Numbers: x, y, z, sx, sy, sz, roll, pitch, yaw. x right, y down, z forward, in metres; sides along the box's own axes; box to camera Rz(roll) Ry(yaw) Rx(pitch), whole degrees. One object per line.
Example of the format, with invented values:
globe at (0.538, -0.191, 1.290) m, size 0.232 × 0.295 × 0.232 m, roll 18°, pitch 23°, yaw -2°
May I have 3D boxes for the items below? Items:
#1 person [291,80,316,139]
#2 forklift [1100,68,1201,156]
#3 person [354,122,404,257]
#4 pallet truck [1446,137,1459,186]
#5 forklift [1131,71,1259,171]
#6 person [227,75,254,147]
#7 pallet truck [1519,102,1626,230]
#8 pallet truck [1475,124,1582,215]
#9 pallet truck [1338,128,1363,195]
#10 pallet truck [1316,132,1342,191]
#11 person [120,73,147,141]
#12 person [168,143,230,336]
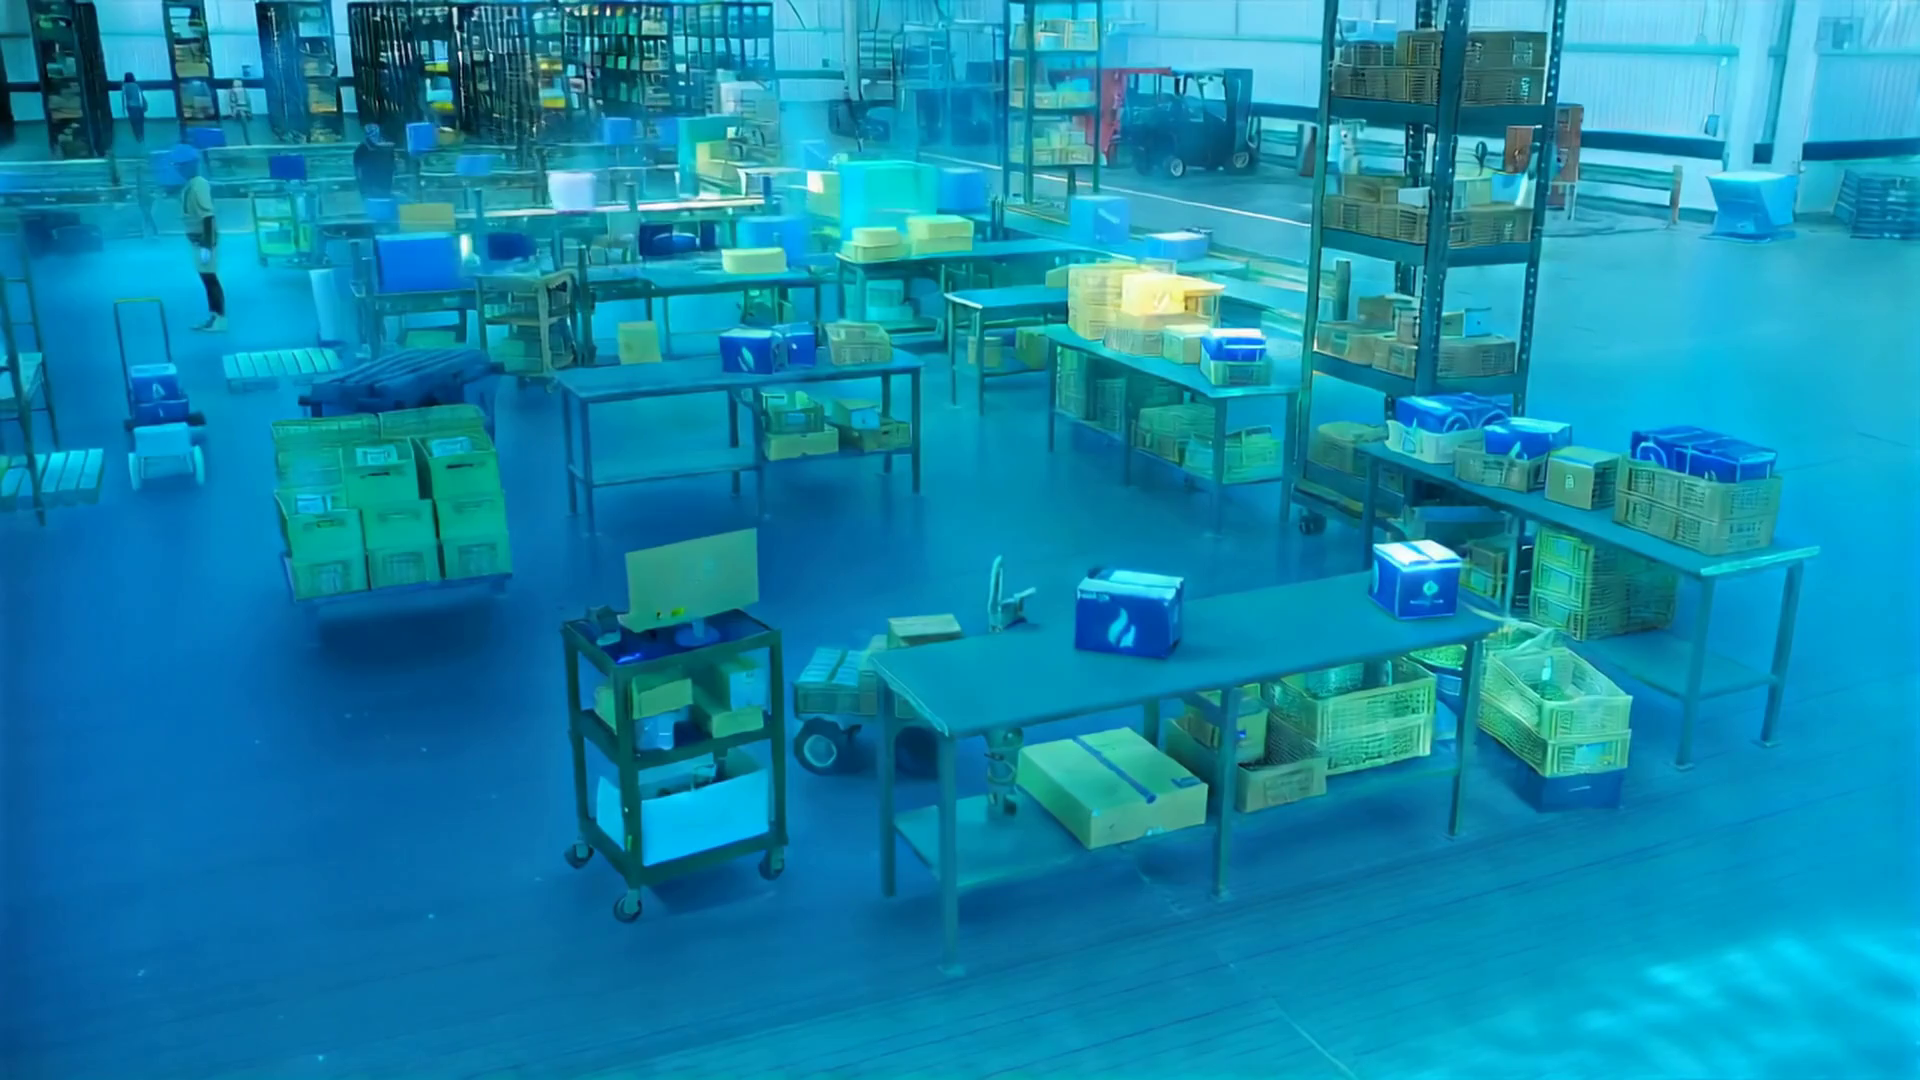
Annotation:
person at (-17.298, -11.435, 43.878) m, size 0.948 × 1.945 × 0.617 m, roll -10°, pitch 20°, yaw -29°
forklift at (4.082, -9.564, 37.410) m, size 2.680 × 1.987 × 1.157 m, roll -8°, pitch 19°, yaw -23°
person at (-8.145, -4.894, 23.354) m, size 0.420 × 1.894 × 0.665 m, roll 5°, pitch 18°, yaw 15°
pallet truck at (9.184, -6.485, 29.328) m, size 1.630 × 1.274 × 0.653 m, roll -8°, pitch 19°, yaw -23°
forklift at (4.998, -8.936, 35.413) m, size 2.680 × 1.987 × 1.157 m, roll -9°, pitch 20°, yaw -25°
person at (-18.296, -10.893, 42.351) m, size 0.404 × 1.830 × 0.603 m, roll 16°, pitch 24°, yaw 41°
pallet truck at (9.972, -6.037, 26.785) m, size 1.885 × 1.965 × 0.823 m, roll -9°, pitch 20°, yaw -25°
pallet truck at (9.707, -6.455, 28.103) m, size 1.885 × 1.965 × 0.823 m, roll -7°, pitch 19°, yaw -20°
pallet truck at (7.845, -7.140, 31.411) m, size 1.522 × 1.261 × 0.704 m, roll -9°, pitch 20°, yaw -25°
pallet truck at (7.723, -7.504, 32.656) m, size 1.601 × 1.201 × 0.680 m, roll -8°, pitch 19°, yaw -23°
person at (-22.368, -11.713, 44.996) m, size 0.591 × 1.787 × 0.987 m, roll -10°, pitch 20°, yaw -30°
person at (-8.168, -3.214, 17.835) m, size 0.390 × 2.034 × 0.605 m, roll -12°, pitch 21°, yaw -33°
